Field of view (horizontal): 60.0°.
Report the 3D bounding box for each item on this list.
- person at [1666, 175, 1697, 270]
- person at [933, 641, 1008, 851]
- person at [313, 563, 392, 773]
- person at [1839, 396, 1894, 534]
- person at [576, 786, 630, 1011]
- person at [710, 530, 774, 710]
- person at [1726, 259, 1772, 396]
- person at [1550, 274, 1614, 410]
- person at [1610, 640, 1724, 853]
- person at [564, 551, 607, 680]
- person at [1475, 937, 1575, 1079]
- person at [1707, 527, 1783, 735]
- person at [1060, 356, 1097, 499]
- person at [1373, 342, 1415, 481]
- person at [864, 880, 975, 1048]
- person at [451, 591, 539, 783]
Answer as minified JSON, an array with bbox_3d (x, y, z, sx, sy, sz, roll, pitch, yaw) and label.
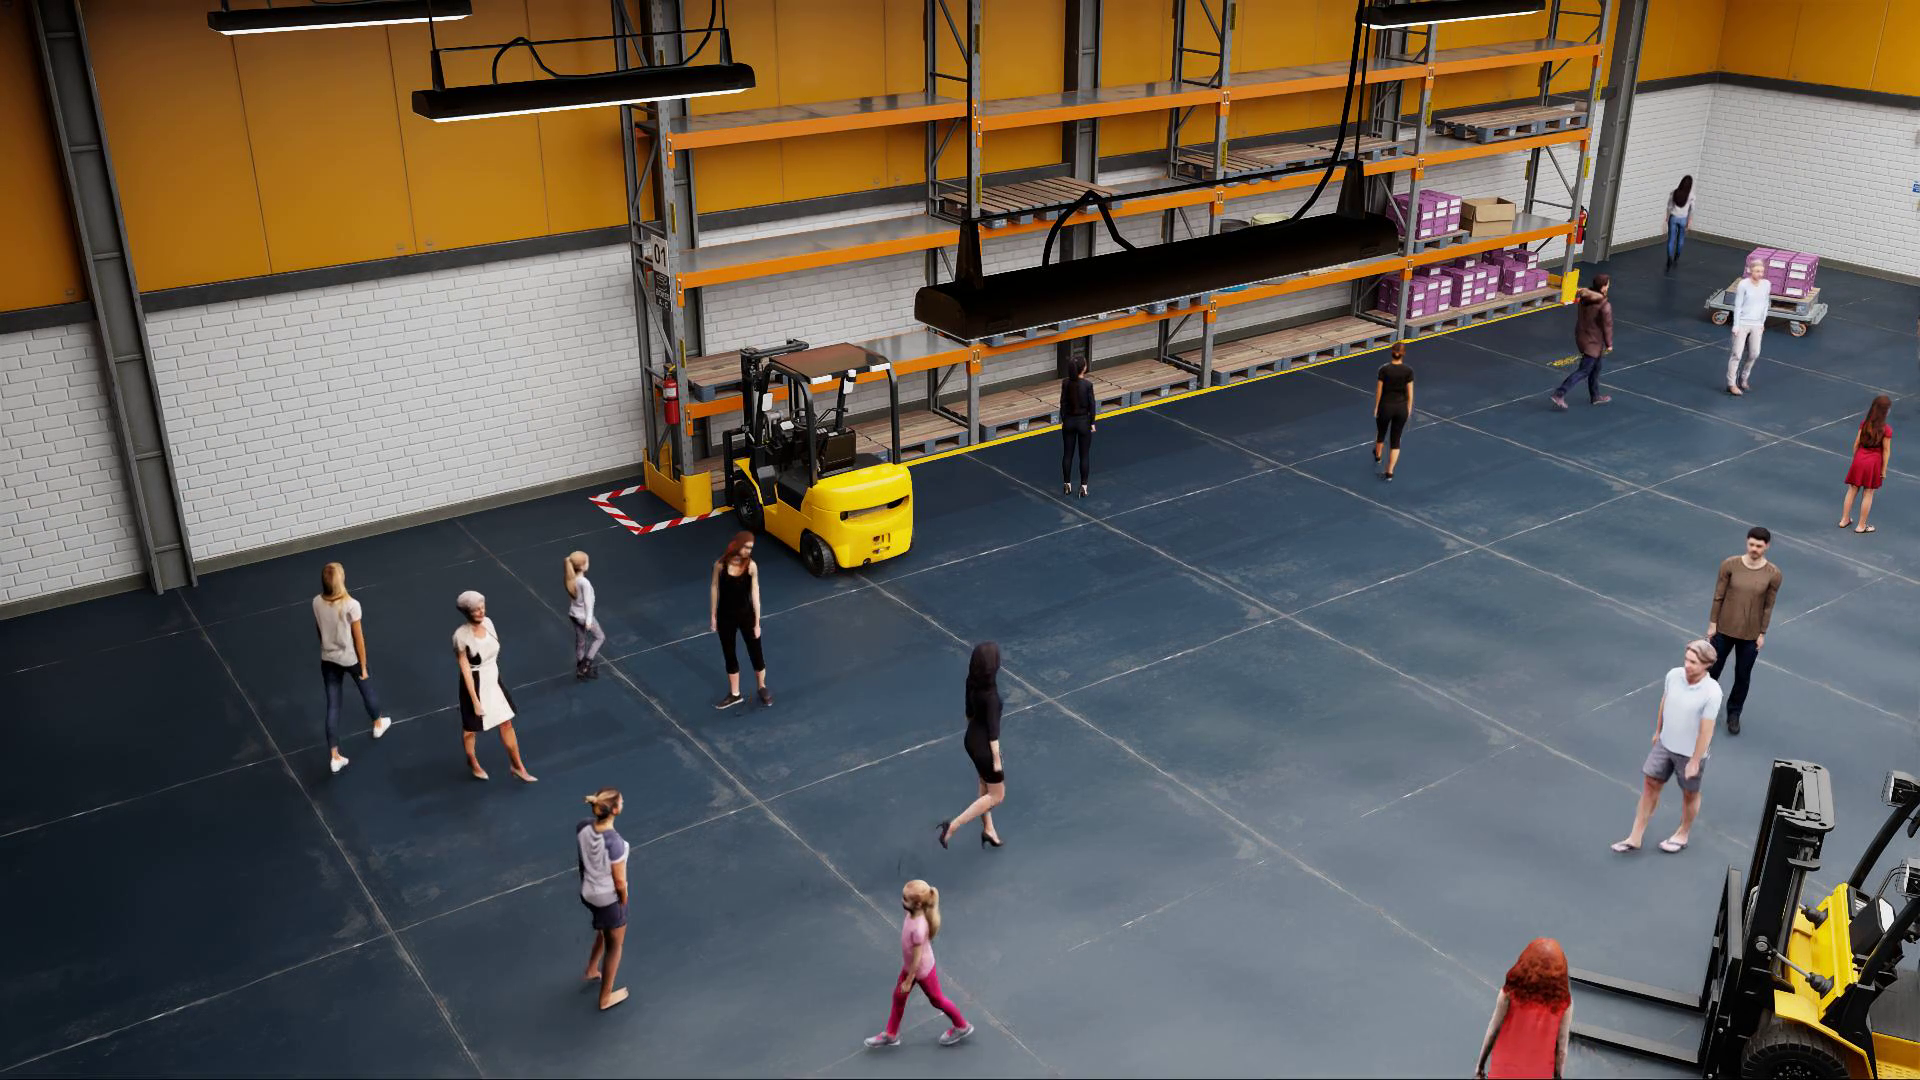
[{"bbox_3d":[12.589,-5.546,29.171,0.958,1.577,1.149,10,25,21],"label":"person"},{"bbox_3d":[0.108,1.616,12.517,0.930,1.793,0.734,-9,25,-19],"label":"person"},{"bbox_3d":[-5.155,1.078,13.785,1.146,1.764,1.149,2,24,5],"label":"person"},{"bbox_3d":[10.083,-0.854,18.466,0.588,1.553,0.533,-15,28,-31],"label":"person"},{"bbox_3d":[-2.380,2.378,11.014,0.652,1.601,0.694,17,29,34],"label":"person"},{"bbox_3d":[-1.990,0.702,14.719,0.756,1.703,0.815,11,26,23],"label":"person"},{"bbox_3d":[10.783,-2.950,22.860,0.847,1.876,0.906,-5,24,-11],"label":"person"},{"bbox_3d":[8.346,-2.611,22.167,1.317,1.809,1.078,-4,24,-8],"label":"person"},{"bbox_3d":[5.553,1.564,12.615,0.954,1.809,0.732,-13,27,-27],"label":"person"},{"bbox_3d":[-3.514,0.711,15.240,0.531,1.270,0.569,21,31,40],"label":"person"},{"bbox_3d":[3.117,3.046,9.236,1.081,1.801,1.087,2,24,5],"label":"person"},{"bbox_3d":[6.722,0.758,14.360,0.740,1.889,0.741,11,26,25],"label":"person"},{"bbox_3d":[1.366,-1.321,19.337,0.643,1.712,0.647,10,26,22],"label":"person"},{"bbox_3d":[5.179,-1.521,19.891,0.993,1.634,1.079,4,24,10],"label":"person"},{"bbox_3d":[-0.189,2.734,10.647,0.983,1.242,0.681,-6,24,-14],"label":"person"},{"bbox_3d":[-3.978,1.205,13.542,0.917,1.725,0.970,13,27,28],"label":"person"}]
